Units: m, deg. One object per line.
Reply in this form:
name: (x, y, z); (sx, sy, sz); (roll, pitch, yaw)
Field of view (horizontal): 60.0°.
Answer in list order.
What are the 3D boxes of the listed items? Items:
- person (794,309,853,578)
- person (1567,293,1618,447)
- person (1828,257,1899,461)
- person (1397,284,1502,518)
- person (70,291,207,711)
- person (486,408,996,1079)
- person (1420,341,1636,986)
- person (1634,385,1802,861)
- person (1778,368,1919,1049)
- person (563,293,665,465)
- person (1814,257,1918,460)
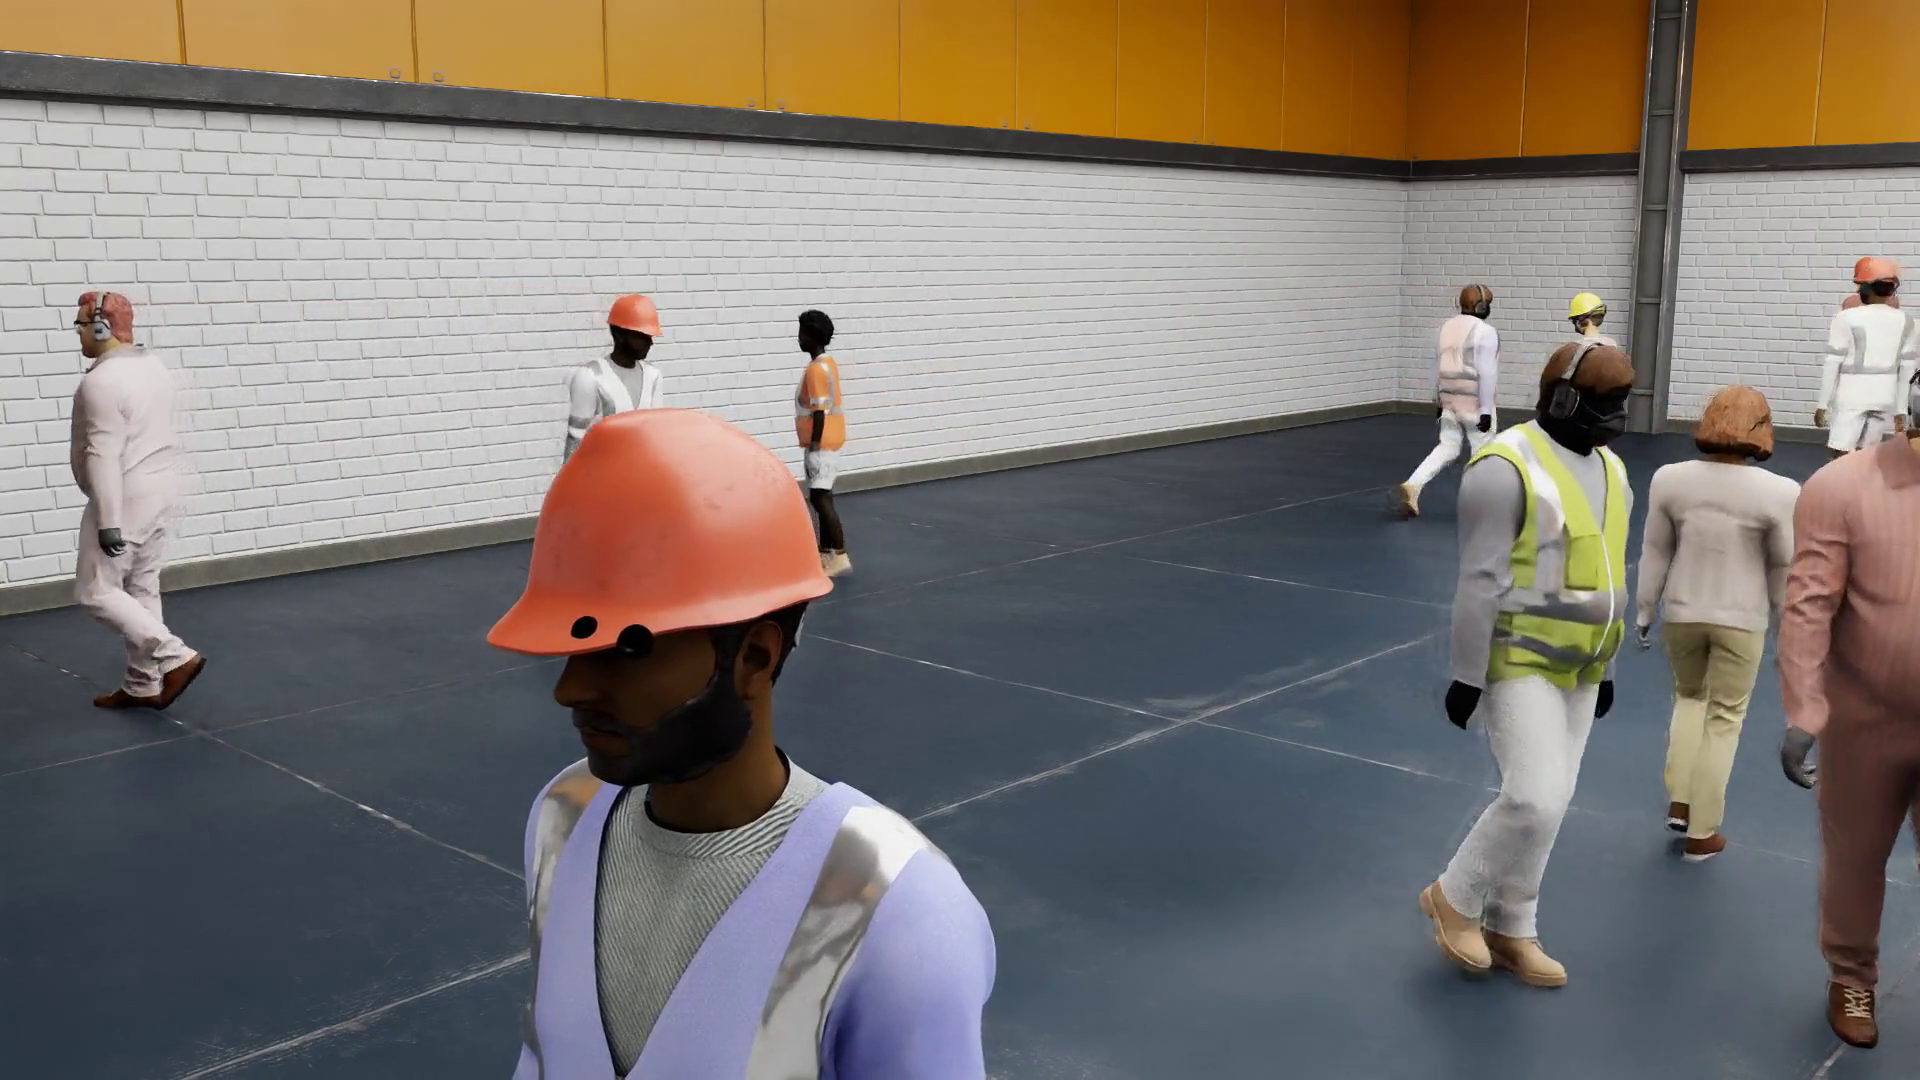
person: (-0.891, -0.604, 10.514); (0.334, 1.700, 0.543); (0, 10, 3)
person: (4.433, -0.866, 11.820); (0.522, 1.761, 0.322); (-7, 12, -34)
person: (8.724, -1.728, 16.069); (0.608, 1.988, 0.392); (-2, 10, -13)
person: (3.771, -1.025, 12.579); (0.817, 1.816, 0.632); (-4, 11, -23)
person: (-3.670, -0.152, 7.370); (0.492, 1.891, 0.652); (0, 10, 0)
person: (-0.238, 0.841, 1.586); (0.551, 1.937, 0.357); (7, 12, 34)
person: (1.638, 0.357, 4.672); (0.646, 1.821, 0.436); (-7, 12, -36)
person: (2.582, 0.283, 5.654); (0.387, 1.620, 0.508); (-10, 14, -43)
person: (2.325, 0.450, 4.023); (0.650, 1.857, 0.978); (4, 11, 21)
person: (-1.829, -0.323, 8.471); (1.003, 1.870, 0.558); (6, 11, 29)
person: (6.430, -0.983, 11.750); (0.613, 2.024, 0.857); (-1, 10, -7)
